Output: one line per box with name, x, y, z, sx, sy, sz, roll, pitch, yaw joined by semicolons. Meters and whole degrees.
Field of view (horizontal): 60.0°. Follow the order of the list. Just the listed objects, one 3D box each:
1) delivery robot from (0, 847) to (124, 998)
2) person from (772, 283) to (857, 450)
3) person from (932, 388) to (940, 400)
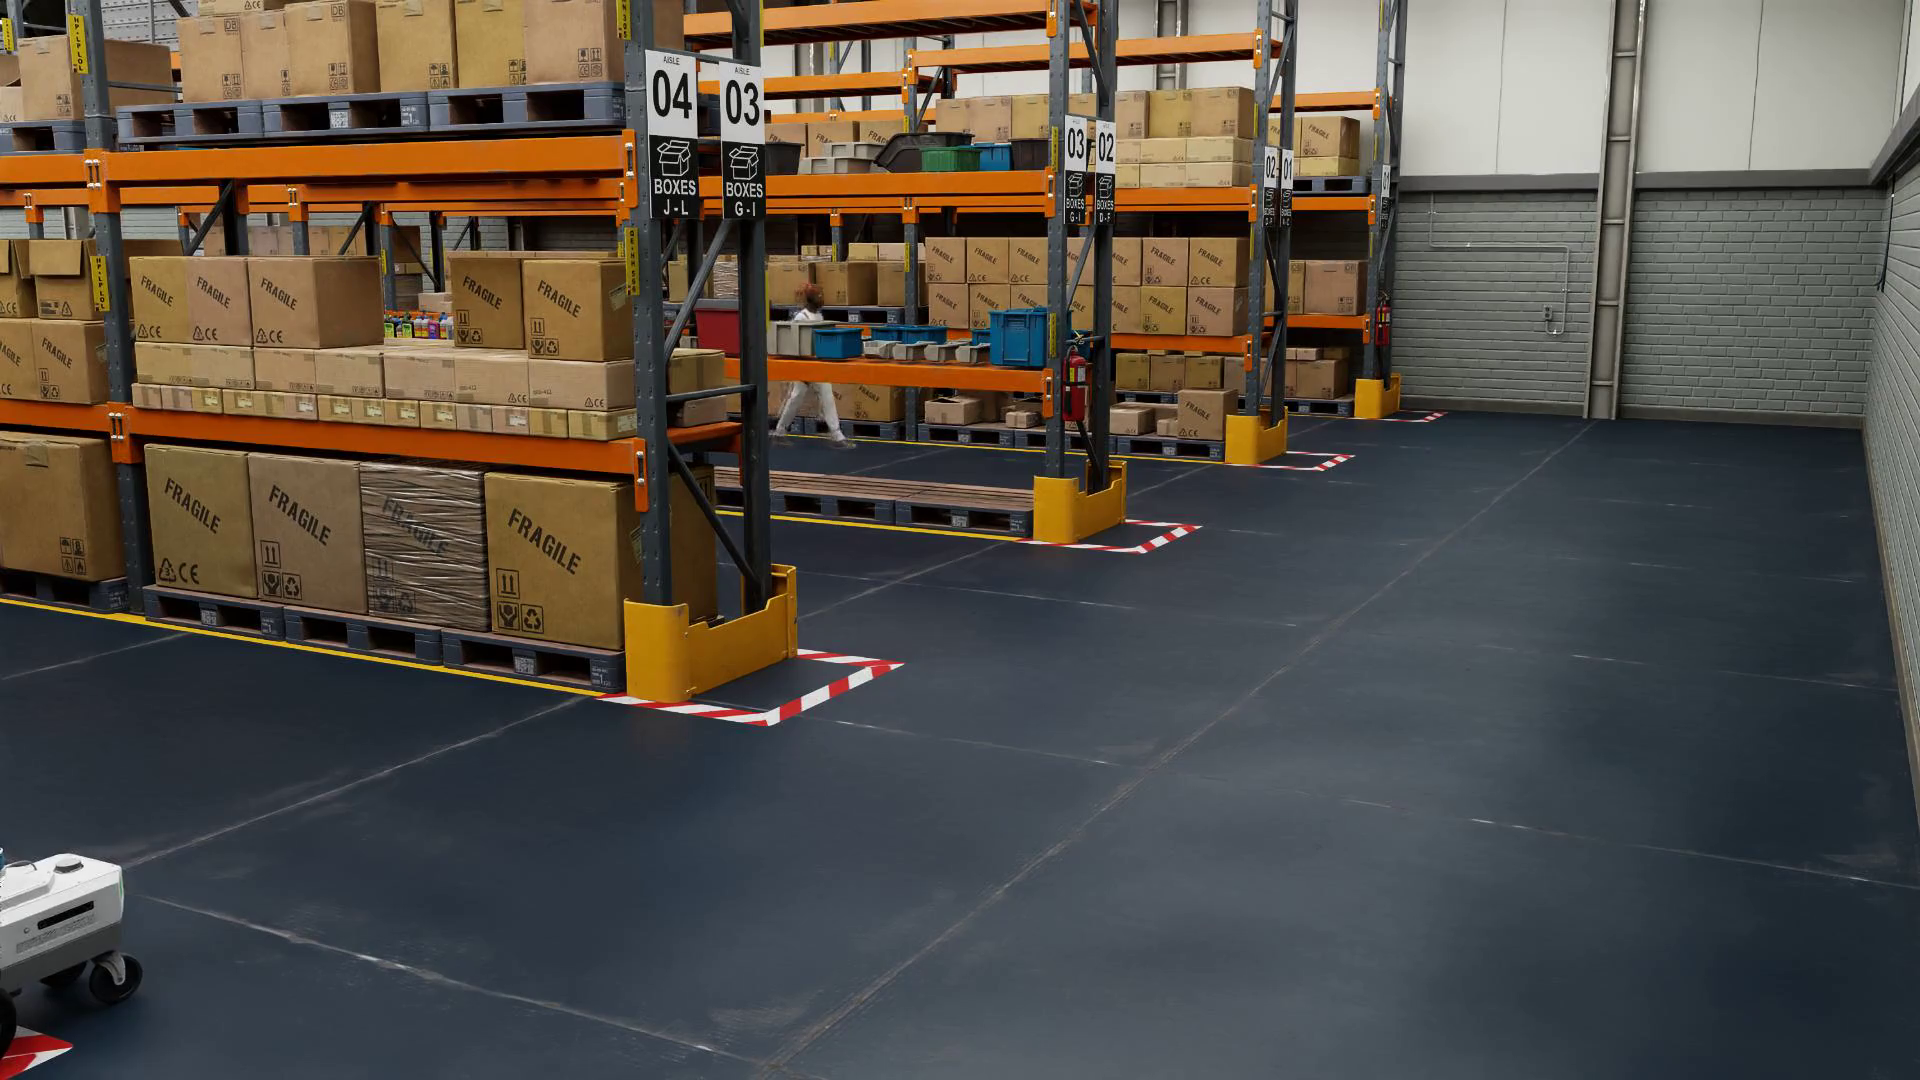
delivery robot;-2.849;1.146;4.894;0.477;0.478;0.707;5;12;26
person;-1.648;-1.895;18.270;1.011;1.837;0.586;5;11;24
person;-0.456;-2.518;21.471;0.956;1.904;0.554;8;13;36
